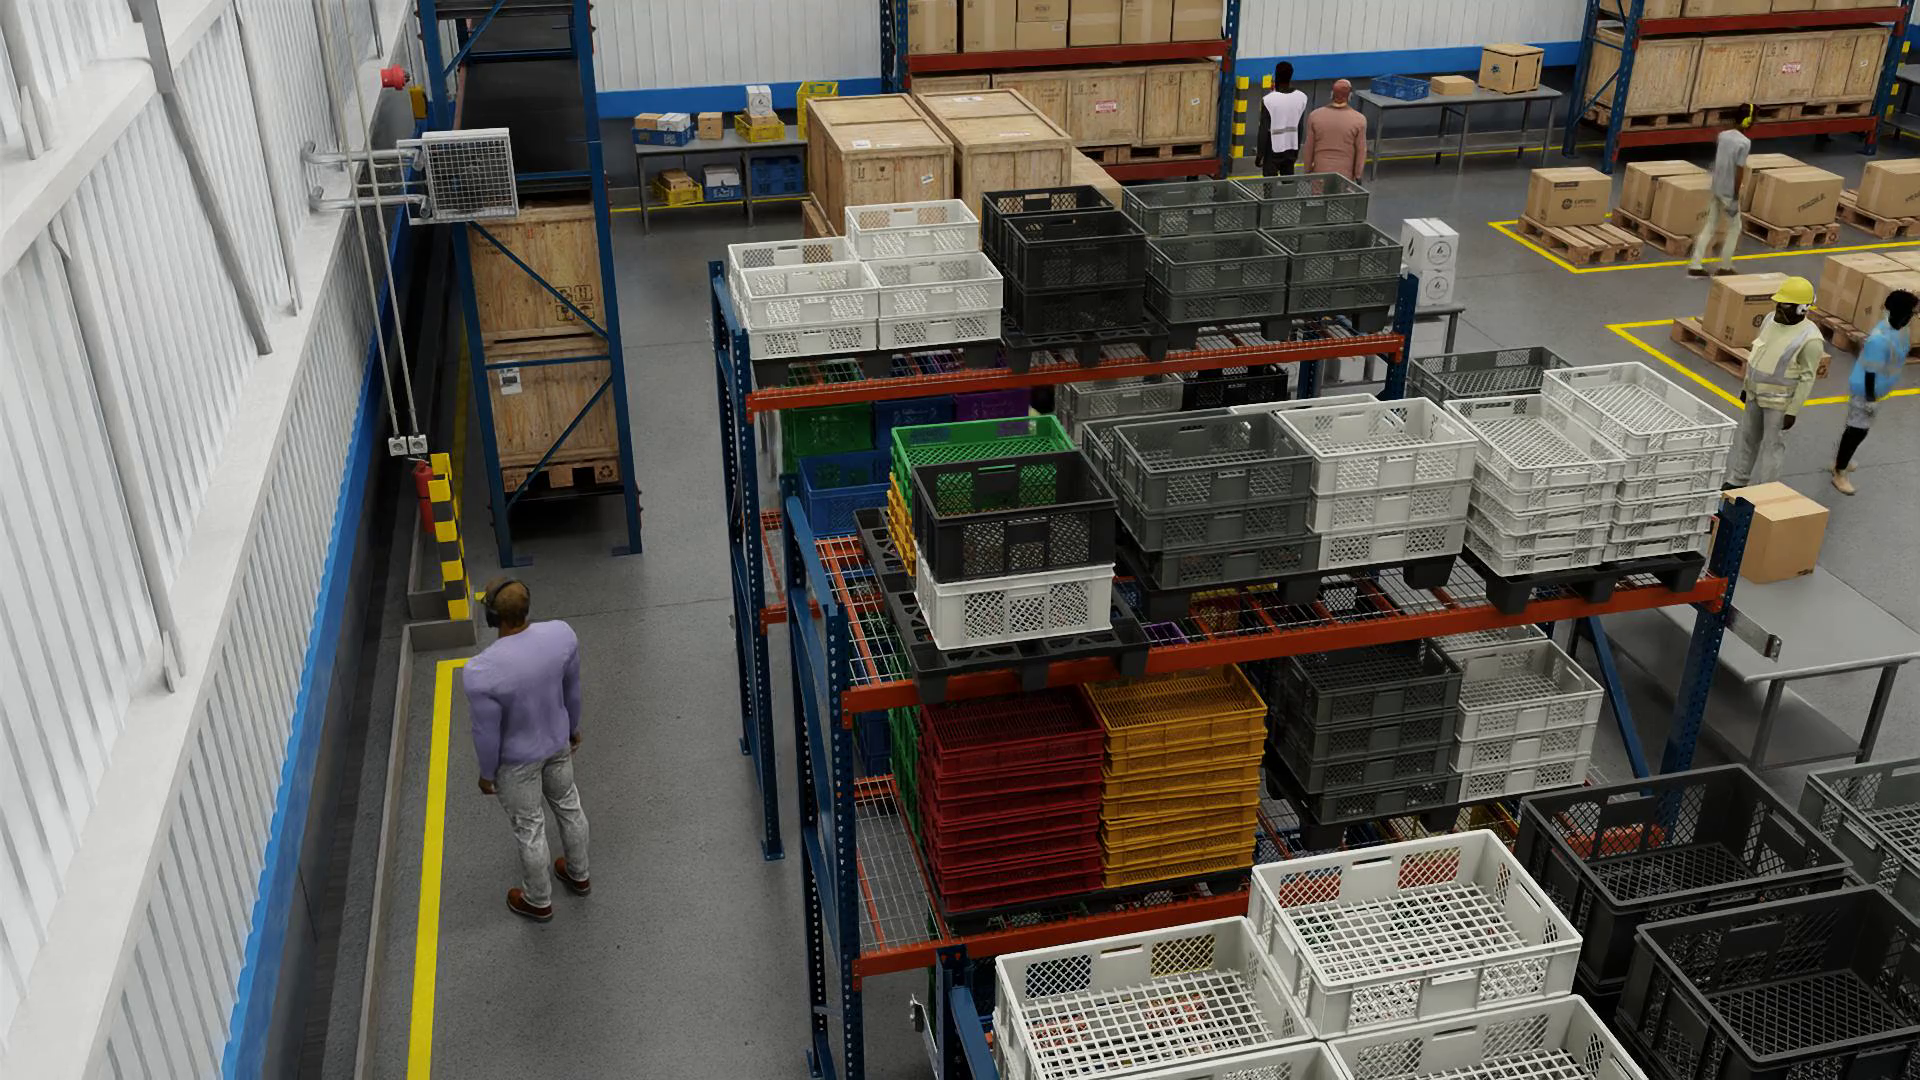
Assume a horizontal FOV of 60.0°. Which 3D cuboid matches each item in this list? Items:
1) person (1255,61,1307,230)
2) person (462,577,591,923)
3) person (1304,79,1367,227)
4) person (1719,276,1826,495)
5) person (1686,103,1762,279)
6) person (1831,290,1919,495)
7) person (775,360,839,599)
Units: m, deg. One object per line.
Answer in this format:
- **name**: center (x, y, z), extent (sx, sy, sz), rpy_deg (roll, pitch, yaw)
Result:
- **person**: center (3.565, -4.344, 18.521), extent (0.584, 1.910, 0.387), rpy_deg (-14, 31, -25)
- **person**: center (-2.141, 1.035, 8.279), extent (0.372, 1.940, 0.631), rpy_deg (21, 34, 34)
- **person**: center (3.998, -3.955, 17.781), extent (0.654, 1.904, 0.406), rpy_deg (11, 30, 20)
- **person**: center (6.047, -1.083, 12.406), extent (0.403, 1.835, 0.588), rpy_deg (-7, 29, -13)
- **person**: center (7.940, -3.587, 17.150), extent (0.610, 1.837, 0.580), rpy_deg (-7, 29, -13)
- **person**: center (7.014, -1.175, 12.762), extent (0.362, 1.662, 0.686), rpy_deg (24, 36, 38)
- **person**: center (-0.879, -0.407, 11.092), extent (0.611, 1.863, 0.608), rpy_deg (12, 30, 21)
